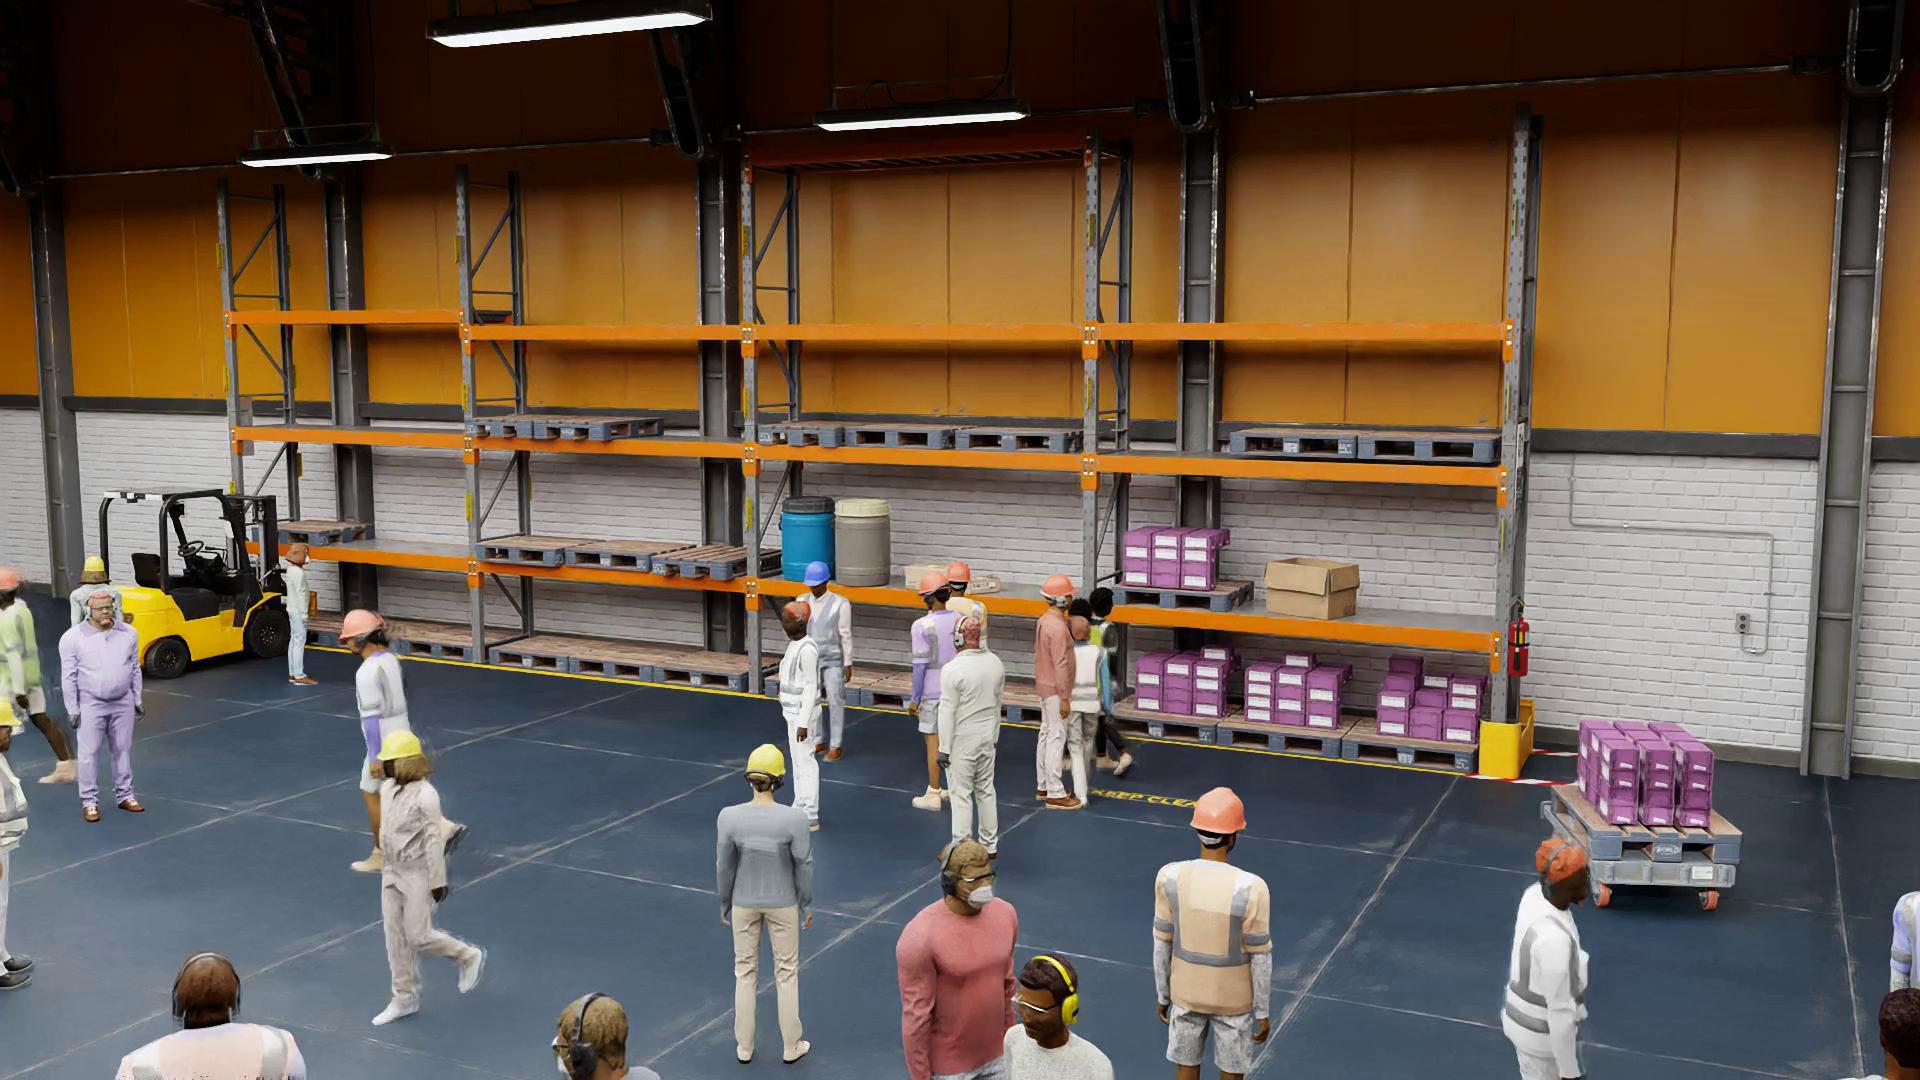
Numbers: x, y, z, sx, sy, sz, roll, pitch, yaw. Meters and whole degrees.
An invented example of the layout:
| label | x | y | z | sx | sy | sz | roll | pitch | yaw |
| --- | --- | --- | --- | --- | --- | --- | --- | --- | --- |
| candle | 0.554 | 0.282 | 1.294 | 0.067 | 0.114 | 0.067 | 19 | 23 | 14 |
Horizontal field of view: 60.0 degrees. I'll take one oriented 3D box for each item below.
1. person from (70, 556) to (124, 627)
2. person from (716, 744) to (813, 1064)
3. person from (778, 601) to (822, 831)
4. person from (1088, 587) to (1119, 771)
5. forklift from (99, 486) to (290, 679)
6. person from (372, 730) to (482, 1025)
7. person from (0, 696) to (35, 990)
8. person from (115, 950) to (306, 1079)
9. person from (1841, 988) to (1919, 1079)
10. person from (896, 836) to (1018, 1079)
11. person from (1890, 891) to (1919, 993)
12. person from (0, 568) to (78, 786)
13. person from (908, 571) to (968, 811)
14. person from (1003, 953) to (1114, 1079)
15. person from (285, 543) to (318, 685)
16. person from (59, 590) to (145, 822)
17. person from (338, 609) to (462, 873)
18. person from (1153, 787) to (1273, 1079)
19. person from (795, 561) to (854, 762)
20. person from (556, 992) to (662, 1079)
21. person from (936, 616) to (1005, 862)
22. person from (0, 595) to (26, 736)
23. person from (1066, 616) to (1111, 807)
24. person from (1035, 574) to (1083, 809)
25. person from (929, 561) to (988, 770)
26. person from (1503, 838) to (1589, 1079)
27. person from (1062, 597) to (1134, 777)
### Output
| label | x | y | z | sx | sy | sz | roll | pitch | yaw |
| --- | --- | --- | --- | --- | --- | --- | --- | --- | --- |
| person | -8.922 | 1.035 | 17.222 | 0.492 | 1.742 | 0.324 | -5 | 8 | -35 |
| person | -1.068 | 1.999 | 9.168 | 0.533 | 1.767 | 0.327 | 0 | 7 | 4 |
| person | -1.305 | 1.420 | 13.473 | 0.355 | 1.882 | 0.576 | -2 | 7 | -18 |
| person | 1.288 | 1.275 | 15.423 | 0.317 | 1.697 | 0.540 | -4 | 8 | -33 |
| forklift | -9.426 | 0.454 | 20.179 | 1.214 | 2.155 | 2.313 | 3 | 8 | 26 |
| person | -3.181 | 1.946 | 9.781 | 0.490 | 1.727 | 0.594 | 5 | 9 | 37 |
| person | -5.928 | 1.851 | 10.192 | 0.403 | 1.818 | 0.601 | -4 | 8 | -30 |
| person | -2.655 | 2.360 | 5.930 | 0.658 | 1.826 | 0.460 | -4 | 8 | -29 |
| person | 3.019 | 2.383 | 5.367 | 0.593 | 1.920 | 0.391 | 3 | 8 | 24 |
| person | 0.020 | 2.182 | 6.946 | 0.631 | 1.940 | 0.372 | -7 | 10 | -44 |
| person | 4.306 | 2.153 | 7.183 | 0.361 | 1.939 | 0.543 | -4 | 8 | -31 |
| person | -8.380 | 1.227 | 14.637 | 1.073 | 1.982 | 0.617 | -2 | 7 | -12 |
| person | -0.192 | 1.271 | 14.086 | 0.605 | 2.035 | 0.384 | -6 | 9 | -41 |
| person | 0.322 | 2.353 | 5.862 | 0.327 | 1.862 | 0.511 | -7 | 10 | -43 |
| person | -7.623 | 0.848 | 19.218 | 0.278 | 1.631 | 0.507 | -5 | 8 | -34 |
| person | -7.109 | 1.363 | 13.847 | 0.409 | 1.909 | 0.641 | 6 | 9 | 39 |
| person | -4.202 | 1.501 | 12.370 | 0.772 | 2.004 | 0.617 | 0 | 7 | 0 |
| person | 1.171 | 2.094 | 7.677 | 0.552 | 1.936 | 0.358 | 3 | 8 | 25 |
| person | -1.303 | 1.141 | 15.646 | 0.623 | 1.922 | 0.459 | 3 | 7 | 23 |
| person | -1.109 | 2.387 | 5.306 | 0.370 | 1.927 | 0.641 | 1 | 7 | 11 |
| person | 0.054 | 1.517 | 12.634 | 0.398 | 1.900 | 0.635 | 6 | 9 | 40 |
| person | -9.561 | 1.111 | 16.715 | 0.519 | 1.711 | 0.478 | 1 | 7 | 8 |
| person | 1.005 | 1.445 | 14.385 | 0.523 | 1.598 | 0.811 | -2 | 7 | -15 |
| person | 0.824 | 1.280 | 14.160 | 0.373 | 1.997 | 0.618 | -1 | 7 | -11 |
| person | -0.018 | 1.163 | 15.367 | 0.552 | 1.937 | 0.356 | 0 | 7 | -4 |
| person | 2.581 | 2.180 | 7.331 | 0.361 | 1.856 | 0.680 | 2 | 7 | 17 |
| person | 1.209 | 1.336 | 15.097 | 0.844 | 1.652 | 0.527 | 6 | 9 | 40 |
